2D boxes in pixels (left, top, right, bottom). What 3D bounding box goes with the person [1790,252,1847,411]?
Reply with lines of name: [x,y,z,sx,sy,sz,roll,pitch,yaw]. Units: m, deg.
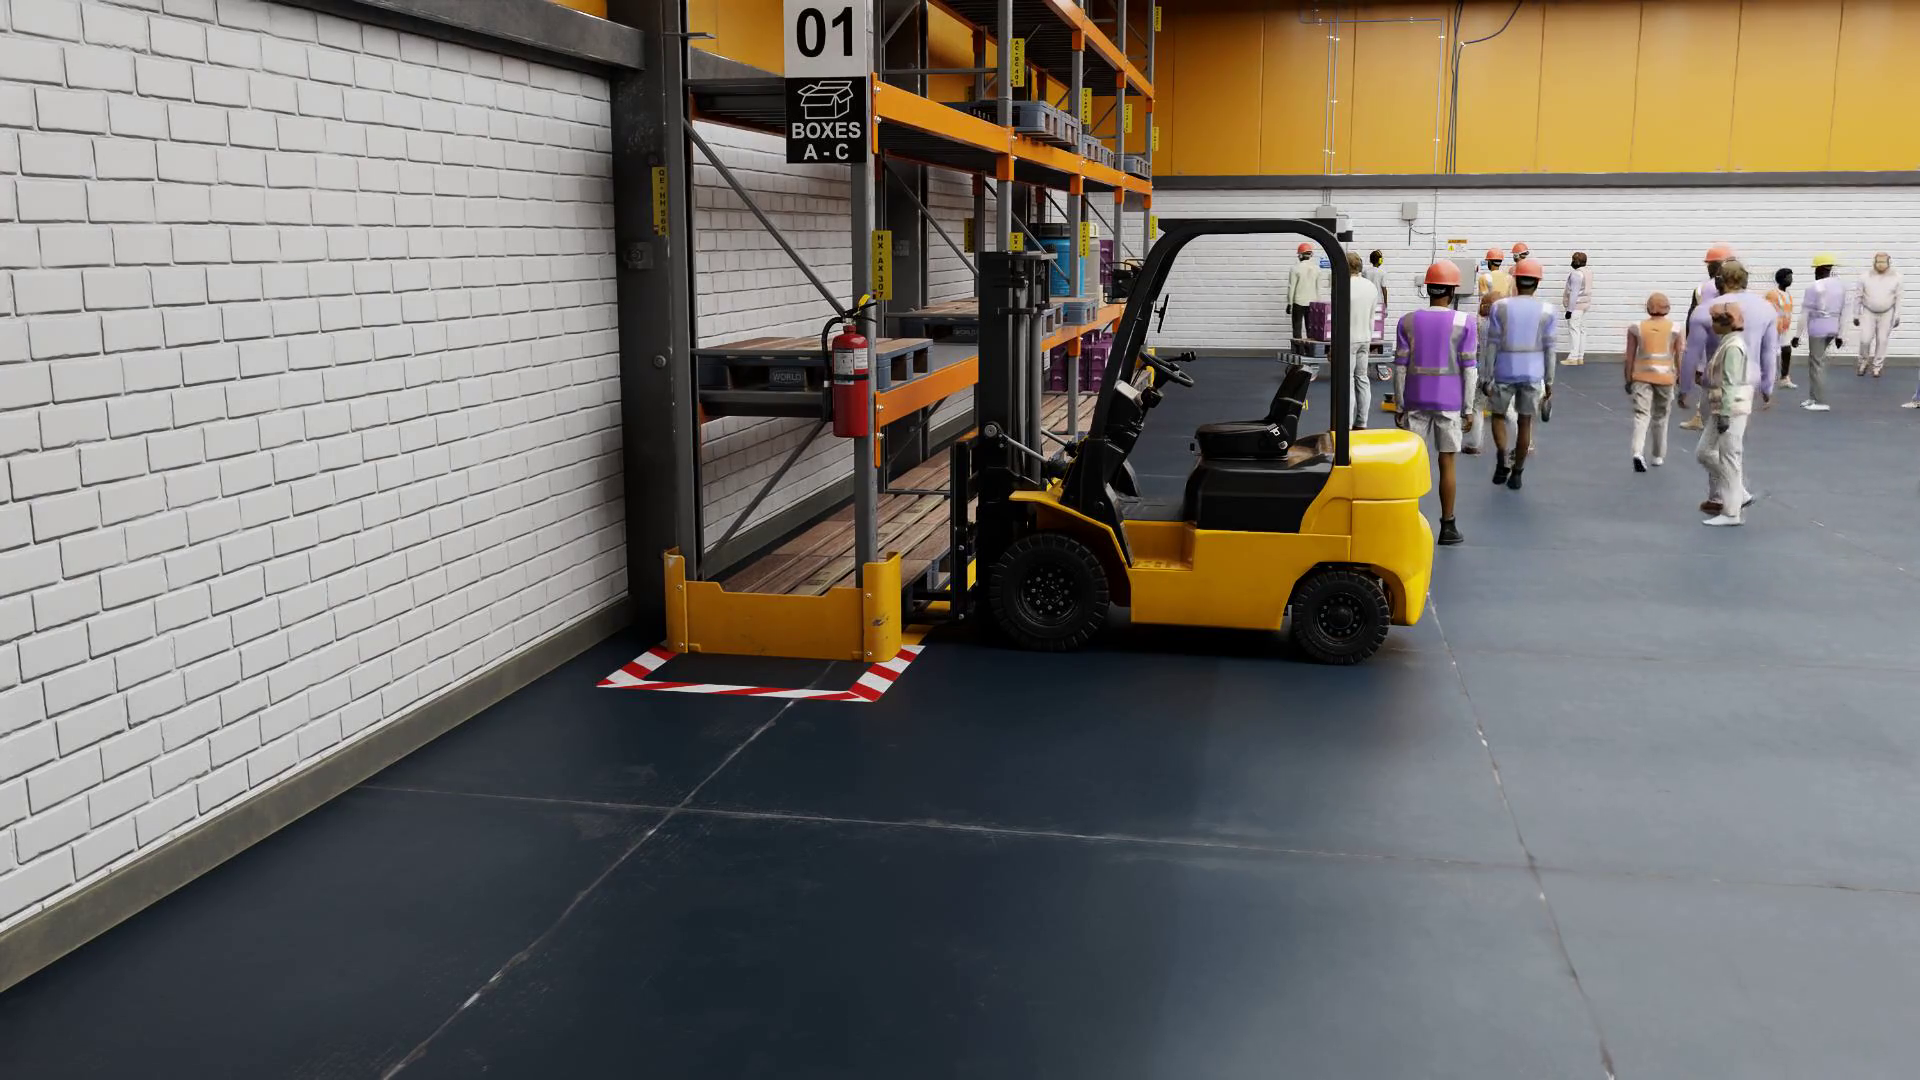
person: [10.355,-2.521,20.154,0.588,1.906,0.652,-5,11,-25]

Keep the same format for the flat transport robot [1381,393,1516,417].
flat transport robot: [5.789,-1.621,19.684,1.431,0.197,0.652,10,14,43]

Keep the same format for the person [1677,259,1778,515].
person: [5.790,-1.154,12.618,0.664,1.915,0.615,0,10,0]

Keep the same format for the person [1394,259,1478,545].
person: [3.243,-0.936,11.362,0.549,1.936,0.376,6,12,28]

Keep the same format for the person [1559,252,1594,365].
person: [10.084,-3.782,27.228,0.429,1.844,0.622,9,14,41]

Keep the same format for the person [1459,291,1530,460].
person: [5.111,-1.556,15.724,0.514,1.587,0.796,-4,11,-23]

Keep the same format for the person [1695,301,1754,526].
person: [5.539,-0.907,12.040,0.367,1.621,0.603,3,11,17]

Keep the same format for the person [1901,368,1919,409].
person: [11.834,-2.391,19.972,0.541,1.716,0.916,-3,11,-14]

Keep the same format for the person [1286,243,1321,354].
person: [5.739,-3.958,27.791,0.619,1.991,0.400,-4,11,-23]

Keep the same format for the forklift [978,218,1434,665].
forklift: [1.285,-0.567,8.635,2.313,2.155,1.214,2,11,11]

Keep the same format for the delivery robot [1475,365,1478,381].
delivery robot: [6.273,-1.902,20.194,0.707,0.478,0.477,-7,12,-35]

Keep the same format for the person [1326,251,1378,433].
person: [4.084,-2.036,17.399,0.629,1.937,0.379,-7,13,-34]

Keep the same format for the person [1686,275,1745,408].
person: [9.359,-2.549,20.628,0.974,1.801,0.639,-10,14,-43]

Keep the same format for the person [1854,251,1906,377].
person: [13.681,-3.355,24.789,0.645,1.885,0.488,6,12,28]

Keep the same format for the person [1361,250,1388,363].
person: [6.925,-3.899,27.780,0.518,1.876,0.326,10,14,43]

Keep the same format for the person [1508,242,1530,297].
person: [9.163,-3.875,27.313,0.611,1.995,0.375,-8,13,-38]

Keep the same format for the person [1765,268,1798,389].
person: [11.279,-2.952,23.125,0.524,1.672,0.787,-6,12,-29]

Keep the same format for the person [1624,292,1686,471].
person: [6.239,-1.425,14.955,0.524,1.601,0.820,5,11,26]

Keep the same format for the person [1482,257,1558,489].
person: [4.623,-1.365,13.743,0.578,1.925,0.433,3,11,15]

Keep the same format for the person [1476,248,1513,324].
person: [7.454,-3.118,23.321,0.550,1.937,0.357,-4,11,-22]

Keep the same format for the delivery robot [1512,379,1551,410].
delivery robot: [6.573,-1.705,19.113,0.477,0.478,0.707,5,12,27]

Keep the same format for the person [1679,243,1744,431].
person: [8.086,-2.137,17.716,0.627,2.024,0.792,-6,12,-32]
